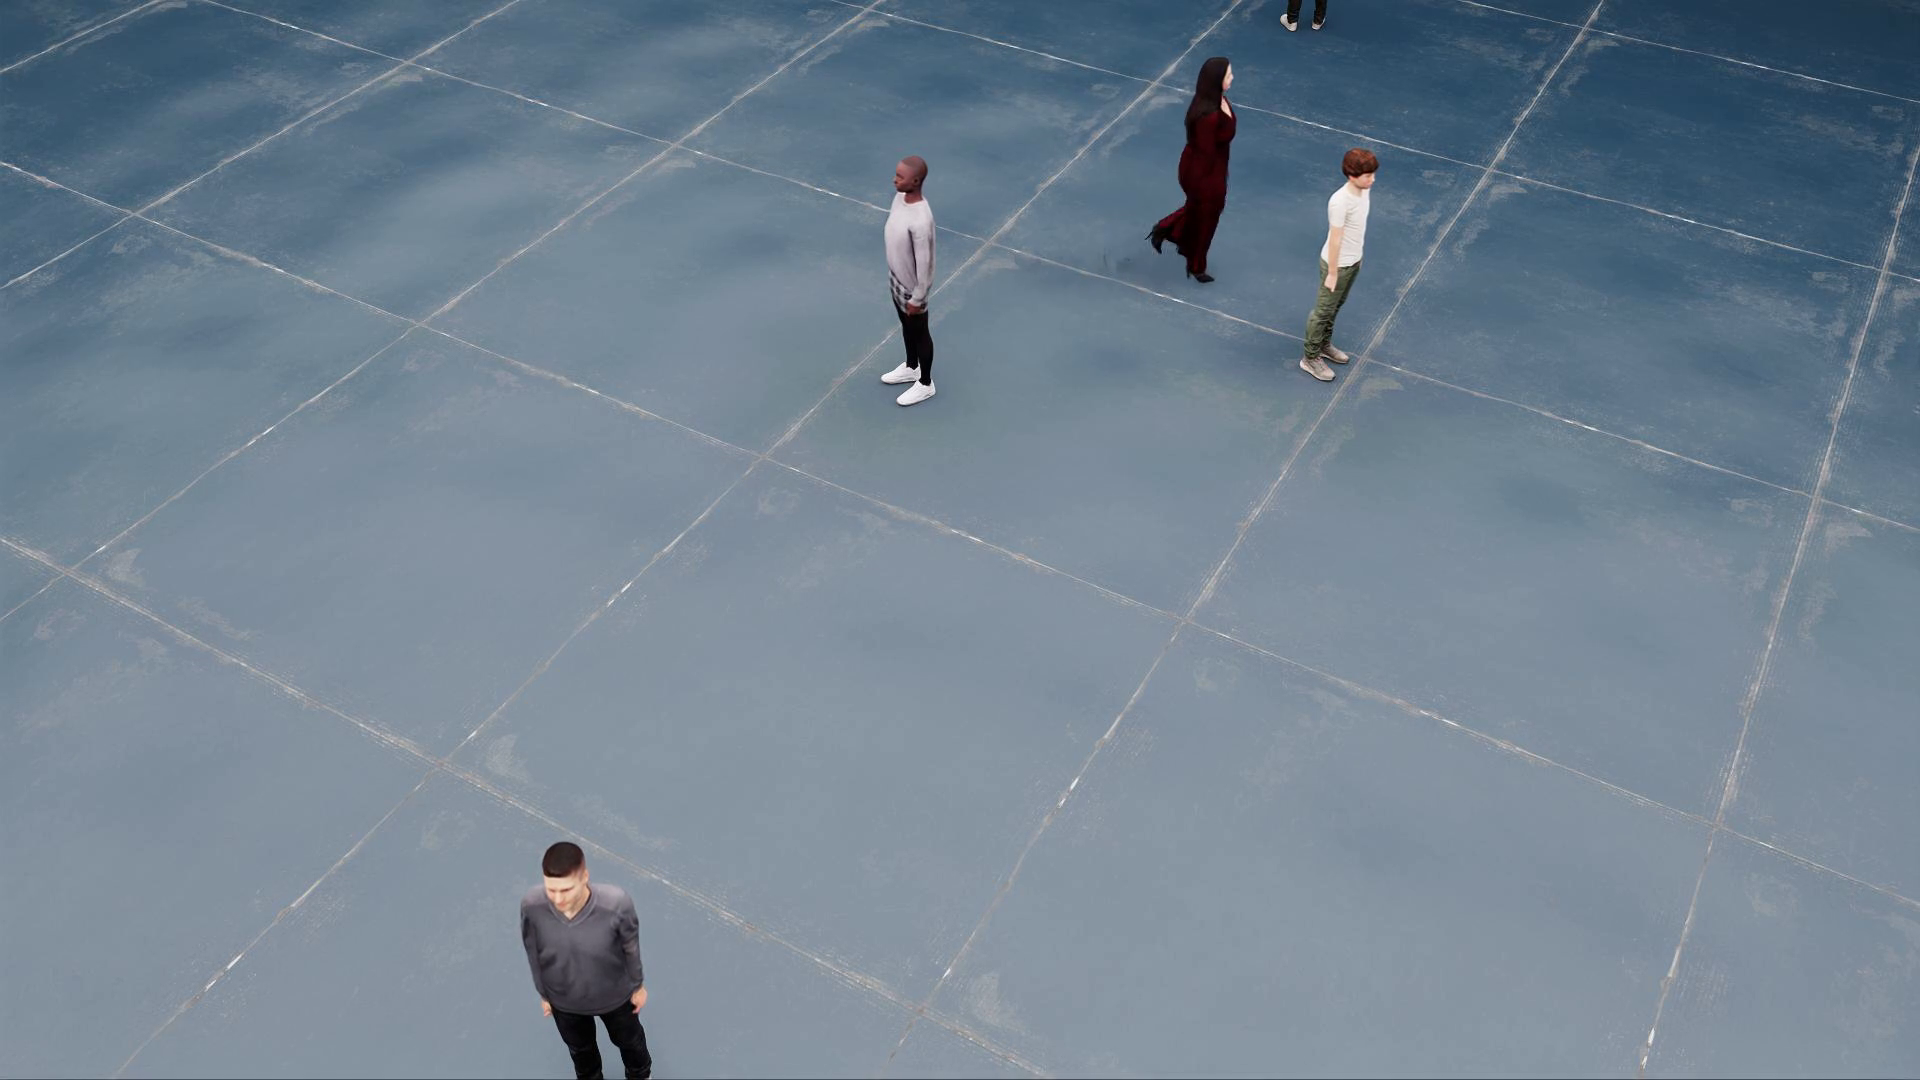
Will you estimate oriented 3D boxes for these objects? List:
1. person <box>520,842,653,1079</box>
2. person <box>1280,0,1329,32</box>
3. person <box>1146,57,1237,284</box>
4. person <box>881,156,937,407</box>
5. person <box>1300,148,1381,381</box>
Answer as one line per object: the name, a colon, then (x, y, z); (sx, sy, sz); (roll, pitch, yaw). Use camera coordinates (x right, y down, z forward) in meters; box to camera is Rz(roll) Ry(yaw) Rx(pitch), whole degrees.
person: (-1.528, 1.843, 6.888); (0.703, 1.761, 0.725); (-3, 42, -3)
person: (3.182, -5.449, 14.921); (0.719, 1.756, 0.715); (1, 42, 1)
person: (1.634, -2.605, 11.794); (0.870, 1.749, 0.837); (6, 43, 7)
person: (-0.304, -1.690, 10.769); (0.729, 1.772, 0.697); (-16, 45, -17)
person: (2.524, -1.851, 11.034); (0.664, 1.654, 0.494); (26, 48, 26)
